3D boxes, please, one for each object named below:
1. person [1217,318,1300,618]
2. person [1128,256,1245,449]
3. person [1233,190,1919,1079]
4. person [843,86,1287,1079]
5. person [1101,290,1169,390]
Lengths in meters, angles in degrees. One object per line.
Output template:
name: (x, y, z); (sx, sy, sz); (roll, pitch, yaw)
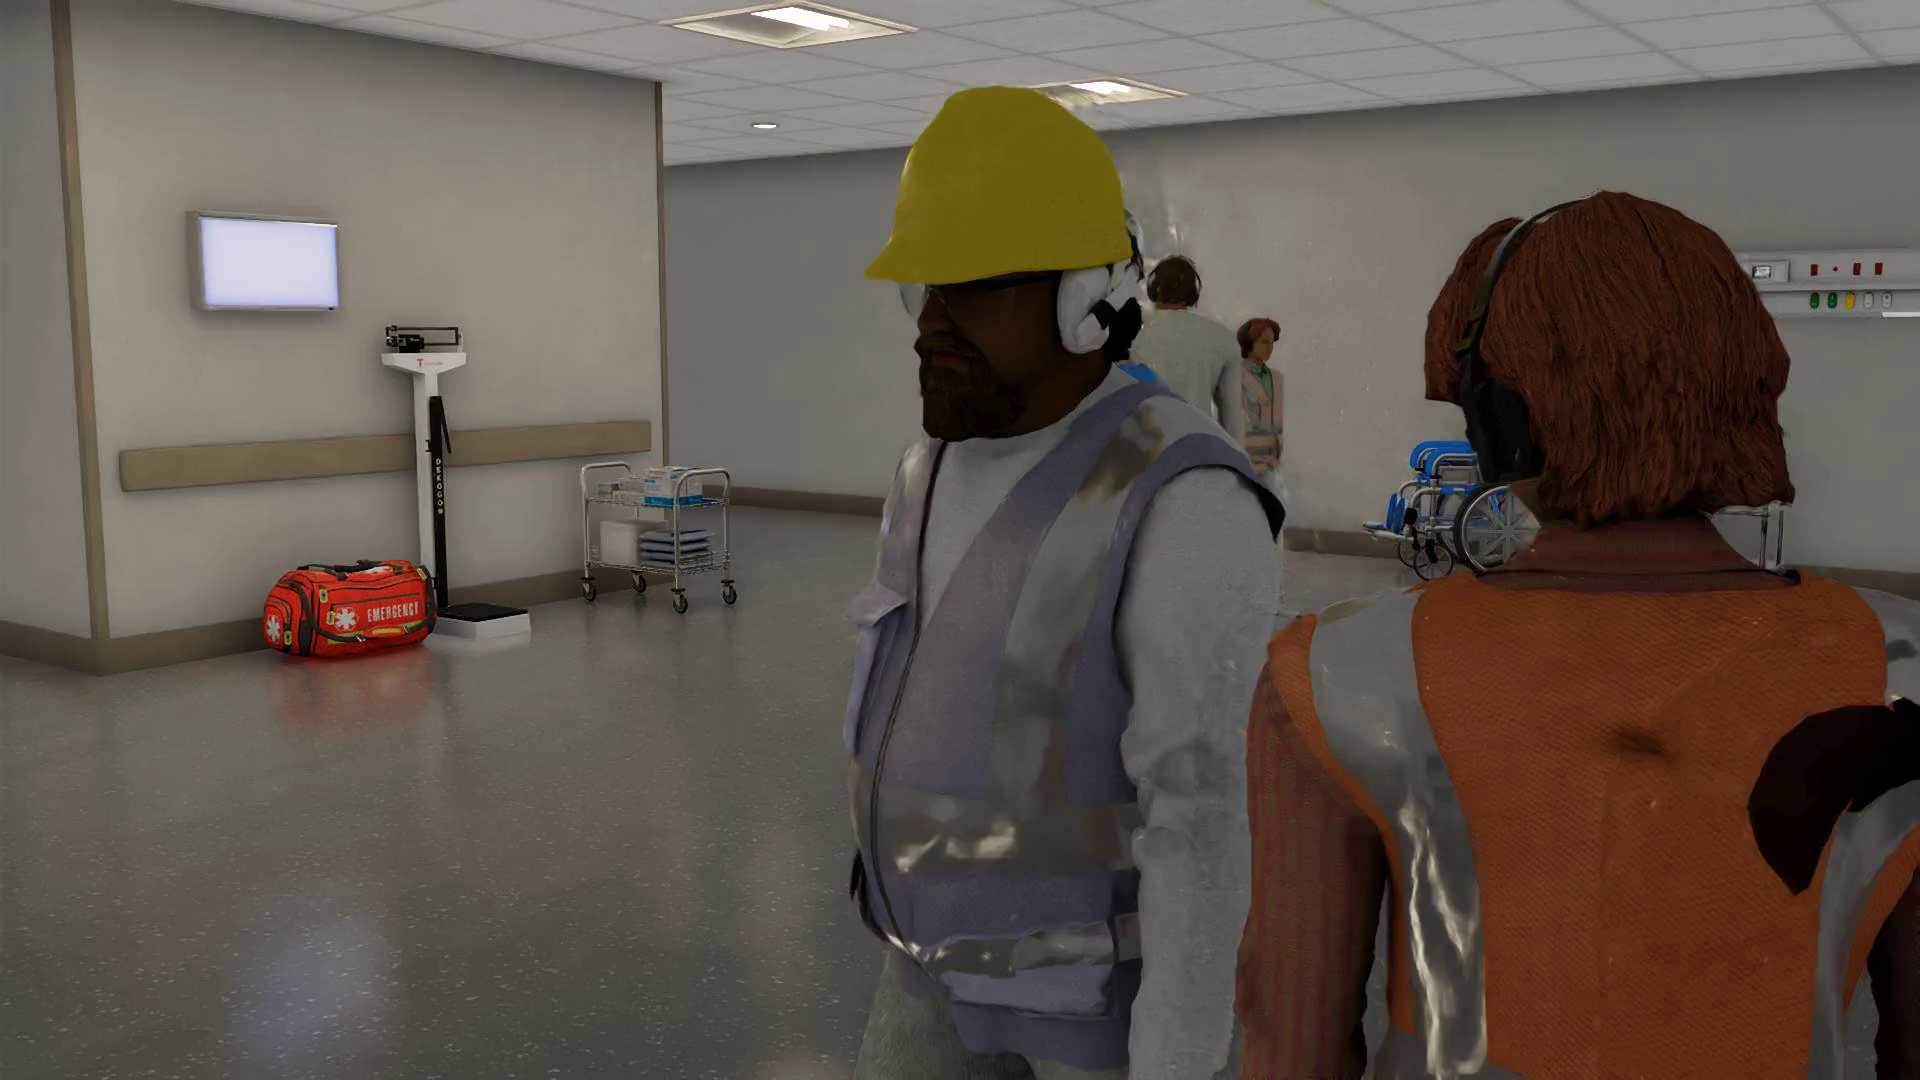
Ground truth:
person: (1.528, -0.394, 9.025); (0.523, 1.620, 0.668); (-6, 9, -41)
person: (0.960, -0.333, 7.454); (0.668, 1.898, 0.912); (0, 7, -1)
person: (0.464, 0.573, 1.200); (0.550, 1.622, 0.511); (1, 7, 12)
person: (0.131, 0.425, 1.822); (0.926, 1.780, 0.609); (-4, 8, -31)
person: (0.606, -0.114, 6.423); (0.317, 1.698, 0.540); (6, 9, 39)
